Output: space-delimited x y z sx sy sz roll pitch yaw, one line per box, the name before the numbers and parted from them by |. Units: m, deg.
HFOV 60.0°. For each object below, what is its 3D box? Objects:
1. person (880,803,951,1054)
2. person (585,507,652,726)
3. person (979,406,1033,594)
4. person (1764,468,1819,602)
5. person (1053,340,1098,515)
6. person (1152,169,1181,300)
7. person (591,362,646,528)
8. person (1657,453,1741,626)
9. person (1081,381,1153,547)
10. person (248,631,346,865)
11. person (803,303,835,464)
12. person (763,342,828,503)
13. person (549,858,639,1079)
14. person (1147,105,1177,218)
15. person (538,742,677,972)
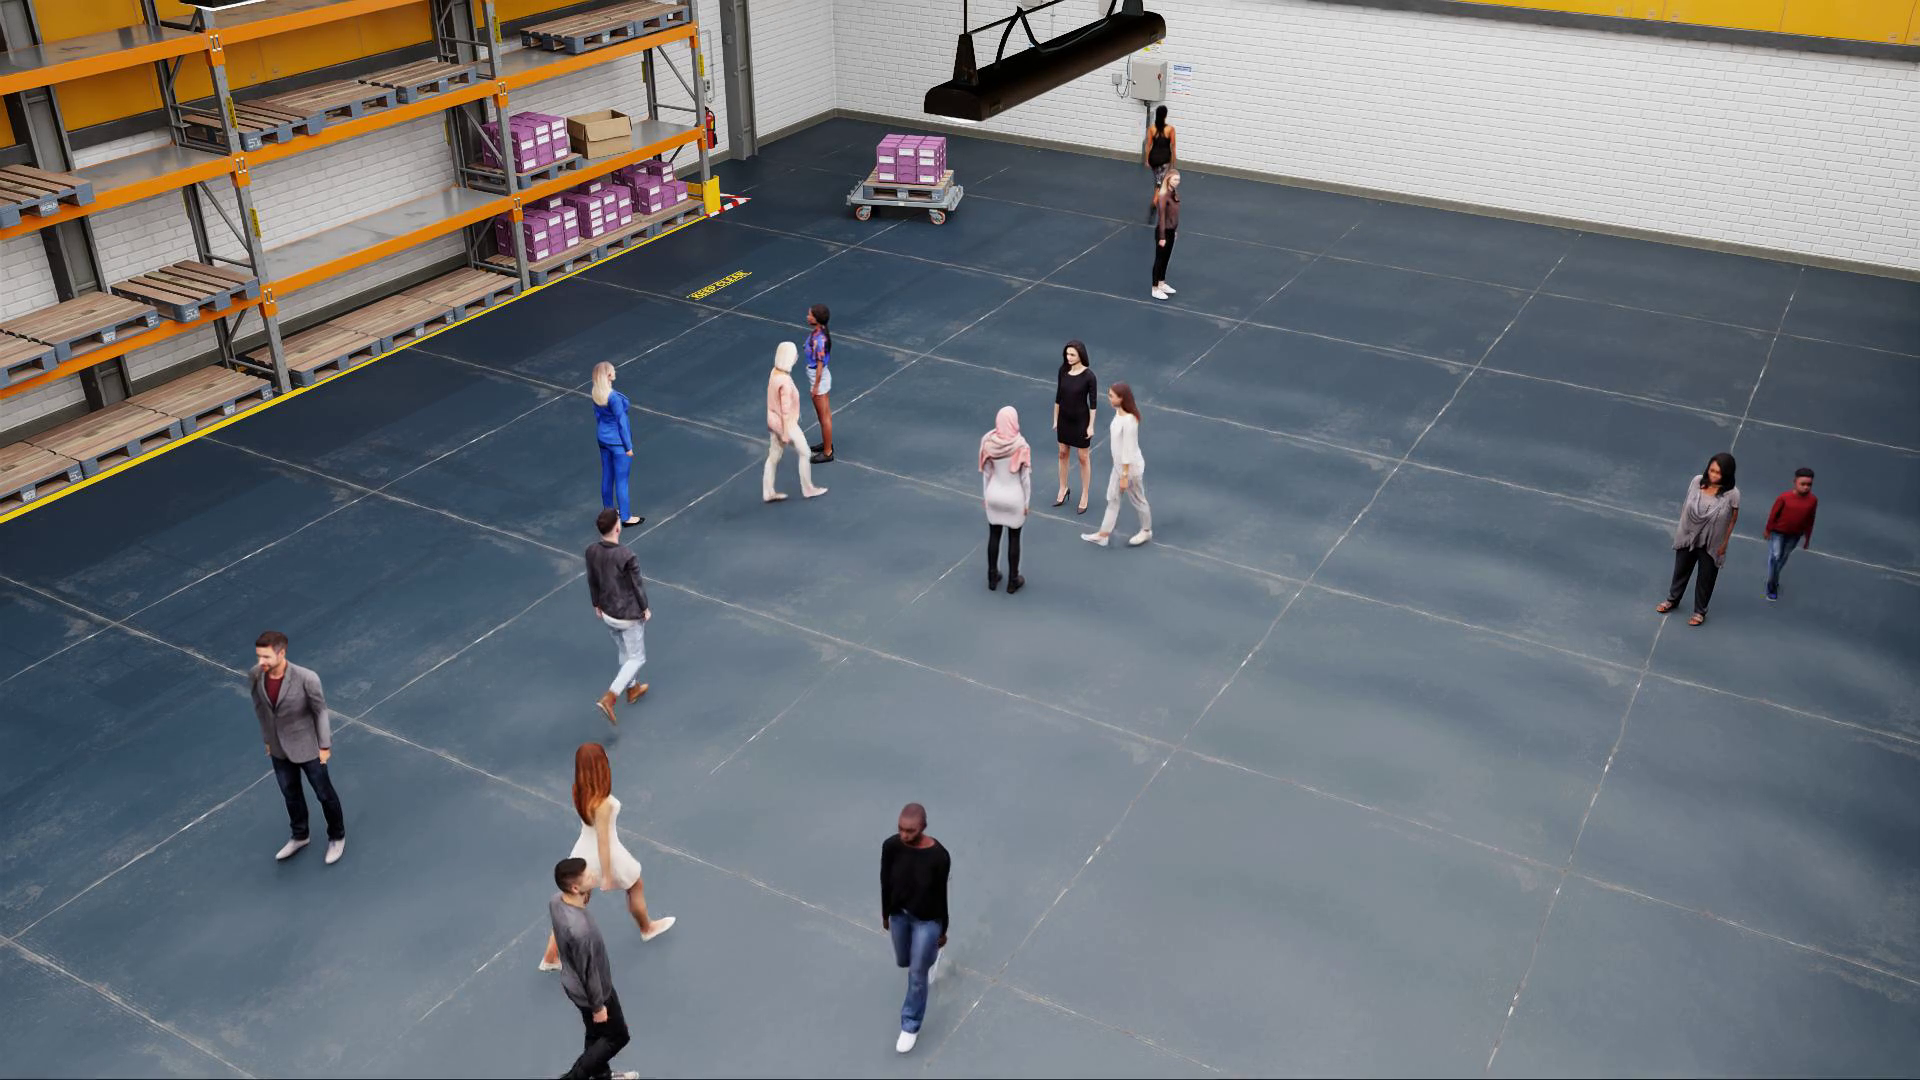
person | -0.236 2.276 10.209 0.697 1.730 1.014 10 30 17
person | -2.710 0.621 13.155 0.683 1.814 0.975 13 31 23
person | 0.408 -0.367 14.978 0.669 1.802 0.656 8 30 15
person | 7.498 -0.116 15.110 0.655 1.237 0.801 5 29 9
person | 1.132 -1.121 16.360 0.626 1.803 0.522 19 34 31
person | 2.691 -4.032 21.799 0.668 1.704 0.450 17 33 29
person | -3.366 -0.936 16.128 0.670 1.701 0.631 25 37 38
person | 6.527 -0.045 14.587 0.743 1.613 0.711 -24 36 -36
person | 1.656 -0.707 15.762 1.089 1.648 1.033 -8 30 -15
person | -4.638 1.427 11.615 0.757 1.873 0.726 5 29 9
person | -1.458 -1.657 17.408 0.727 1.741 0.621 -1 29 -1
person | -1.839 -1.139 16.501 0.989 1.698 0.877 -15 32 -25
person | -2.214 2.598 9.593 0.902 1.754 0.822 -16 33 -27
person | 2.985 -5.644 24.832 0.663 1.631 1.090 12 31 21
person | -2.397 2.078 10.642 1.257 1.663 0.863 -22 36 -35
